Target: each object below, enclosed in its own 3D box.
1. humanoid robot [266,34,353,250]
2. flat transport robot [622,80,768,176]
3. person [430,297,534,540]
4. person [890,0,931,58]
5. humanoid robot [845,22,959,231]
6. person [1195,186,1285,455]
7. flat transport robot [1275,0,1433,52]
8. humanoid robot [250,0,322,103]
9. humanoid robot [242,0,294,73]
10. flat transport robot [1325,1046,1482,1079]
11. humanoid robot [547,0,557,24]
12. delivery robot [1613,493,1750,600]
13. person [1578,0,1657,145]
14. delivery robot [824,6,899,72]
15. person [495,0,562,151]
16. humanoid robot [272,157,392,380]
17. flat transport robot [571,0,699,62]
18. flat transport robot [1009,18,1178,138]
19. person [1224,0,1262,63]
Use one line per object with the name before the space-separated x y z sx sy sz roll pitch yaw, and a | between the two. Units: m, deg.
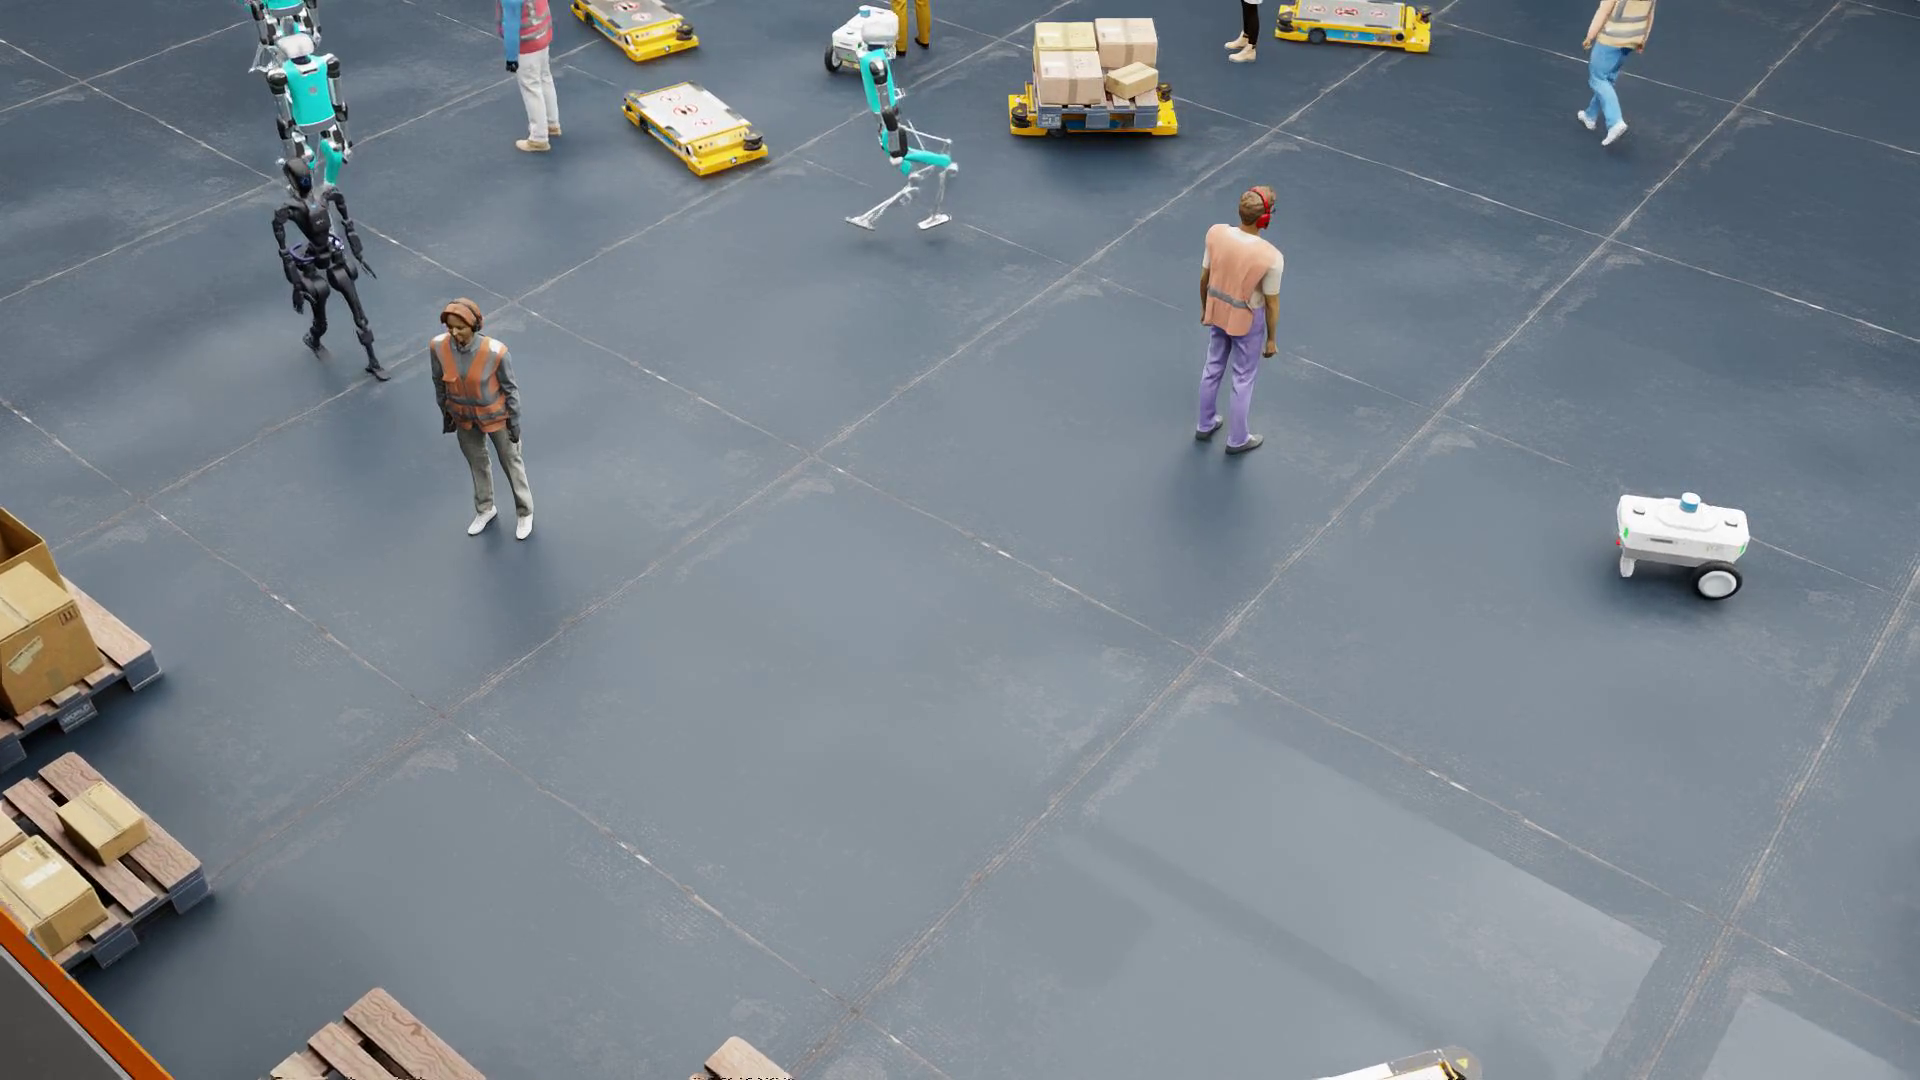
humanoid robot | -4.867 -2.925 12.483 0.540 1.905 0.713 -32 50 -32
flat transport robot | -2.293 -3.557 14.262 0.659 0.231 1.431 -25 46 -26
person | -2.829 -0.717 9.859 0.513 1.644 0.306 6 41 7
person | -0.498 -5.300 15.166 0.539 1.753 0.338 -25 46 -27
humanoid robot | -0.391 -3.072 12.564 1.072 1.721 0.559 -9 41 -11
person | 1.738 -1.362 10.464 0.568 1.842 0.373 32 50 32
flat transport robot | 3.763 -4.939 15.888 1.431 0.231 0.659 9 41 10
humanoid robot | -5.782 -4.409 14.180 0.530 1.771 1.005 -24 46 -26
humanoid robot | -6.327 -5.053 14.880 0.668 1.779 0.548 -33 50 -32
flat transport robot | 1.641 2.614 7.003 1.431 0.231 0.659 -11 42 -12
humanoid robot | -4.050 -5.665 15.655 0.335 1.660 0.603 32 50 32
delivery robot | 4.298 -0.012 9.886 0.785 0.614 0.523 8 41 9
person | 5.520 -4.140 13.840 0.529 1.693 0.713 -11 42 -12
delivery robot | -0.886 -4.575 15.251 0.522 0.611 0.782 20 44 22
person | -3.571 -4.105 13.703 0.430 1.834 0.636 5 41 6
humanoid robot | -4.292 -1.848 11.202 0.748 1.643 0.598 30 49 30
flat transport robot | -3.136 -4.982 15.939 0.659 0.231 1.431 -24 46 -26
flat transport robot | 1.151 -3.754 14.495 1.431 0.231 0.659 0 40 0
person | 2.635 -5.197 15.094 0.321 1.688 0.528 -4 41 -5
